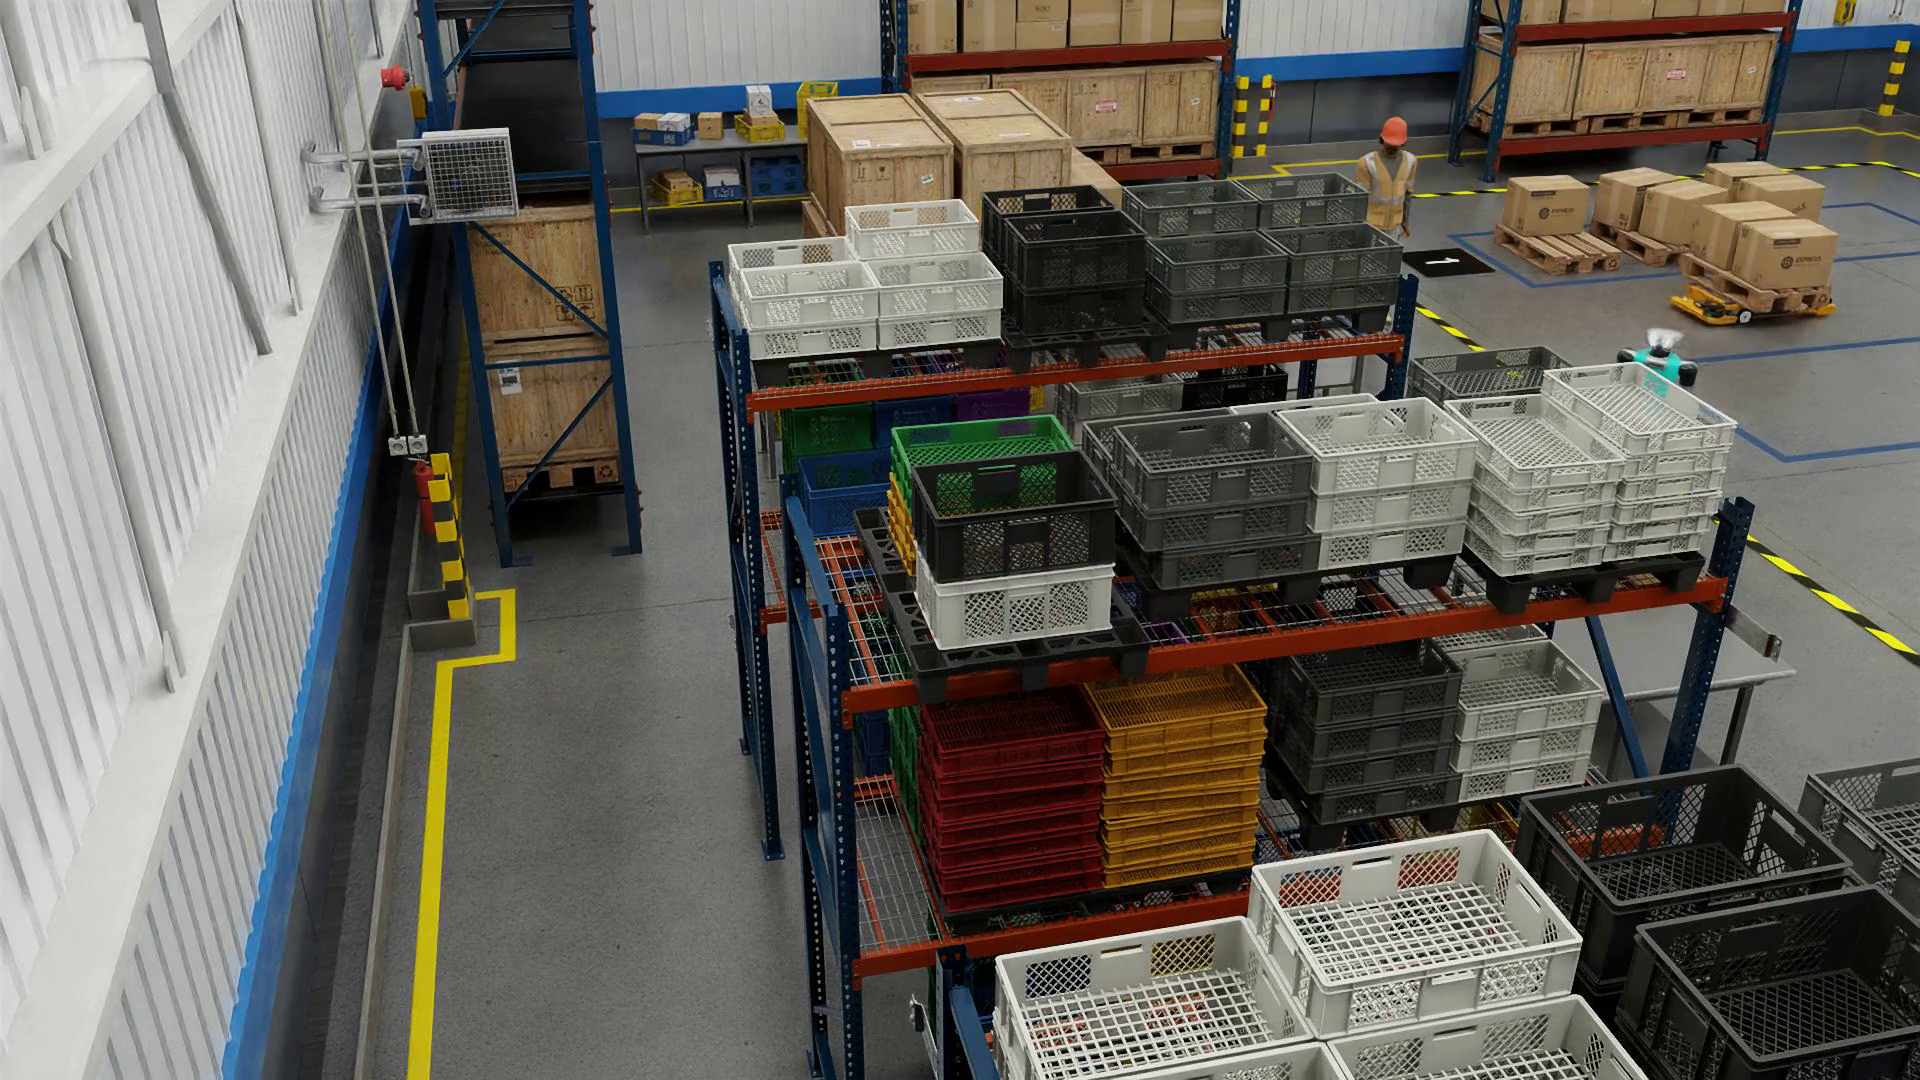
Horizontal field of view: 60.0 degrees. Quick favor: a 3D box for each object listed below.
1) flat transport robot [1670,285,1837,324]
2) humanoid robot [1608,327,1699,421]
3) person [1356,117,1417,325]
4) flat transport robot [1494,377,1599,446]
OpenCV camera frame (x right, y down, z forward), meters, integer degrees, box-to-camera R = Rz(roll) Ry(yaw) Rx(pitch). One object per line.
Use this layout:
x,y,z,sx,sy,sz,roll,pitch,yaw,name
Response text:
7.915,-2.403,16.575,1.431,0.197,0.652,-6,28,-12,flat transport robot
4.880,-0.780,11.808,0.533,1.677,0.735,16,32,28,humanoid robot
4.045,-3.032,15.907,0.613,2.032,0.393,-7,29,-12,person
4.780,-1.036,14.013,0.659,0.231,1.431,-6,28,-12,flat transport robot
